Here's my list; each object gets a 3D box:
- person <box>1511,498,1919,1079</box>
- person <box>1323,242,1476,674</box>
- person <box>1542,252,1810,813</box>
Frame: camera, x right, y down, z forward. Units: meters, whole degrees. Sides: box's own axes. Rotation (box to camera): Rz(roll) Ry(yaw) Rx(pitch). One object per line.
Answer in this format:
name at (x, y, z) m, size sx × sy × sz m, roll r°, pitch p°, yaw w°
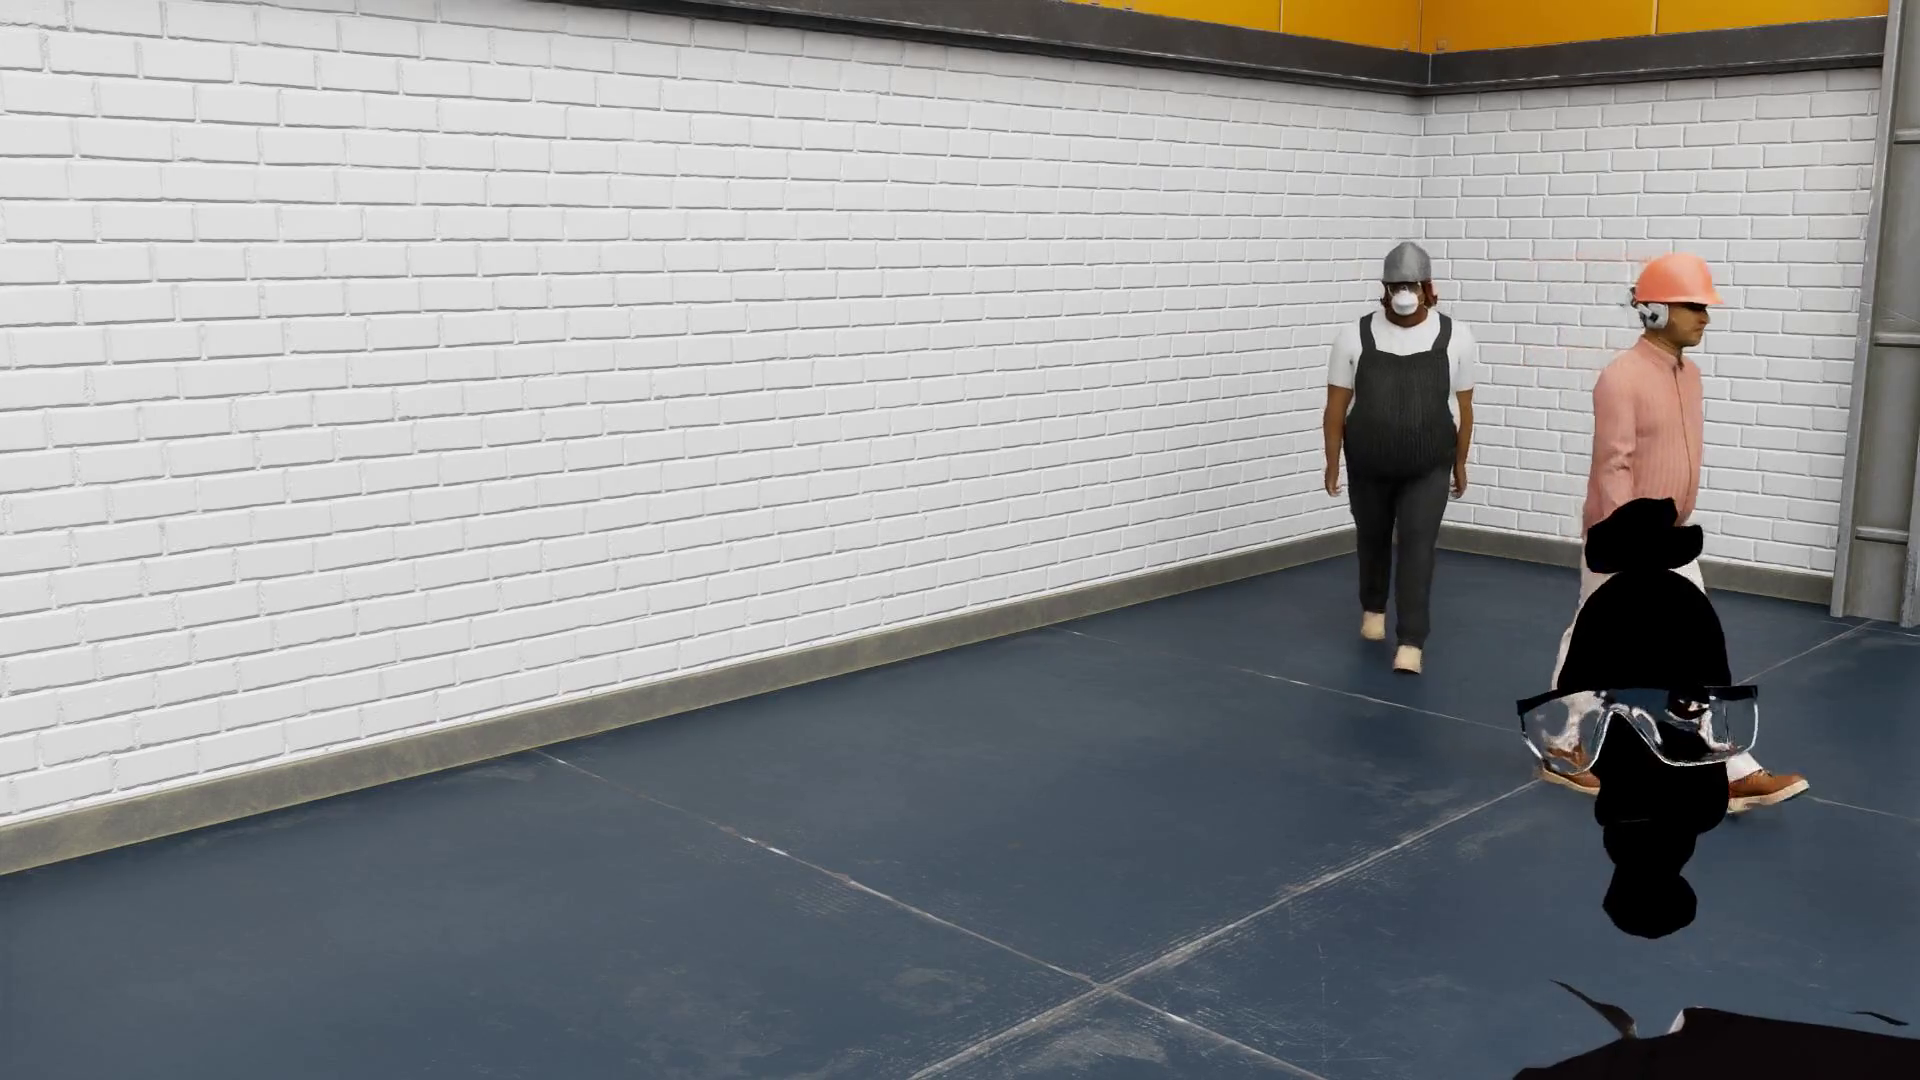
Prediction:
person at (0.436, 0.895, 1.049) m, size 0.639 × 1.903 × 0.407 m, roll -2°, pitch 11°, yaw -10°
person at (2.098, -0.449, 7.994) m, size 0.687 × 2.000 × 1.023 m, roll 3°, pitch 11°, yaw 17°
person at (2.486, 0.002, 5.757) m, size 0.653 × 1.951 × 0.960 m, roll -8°, pitch 13°, yaw -36°
